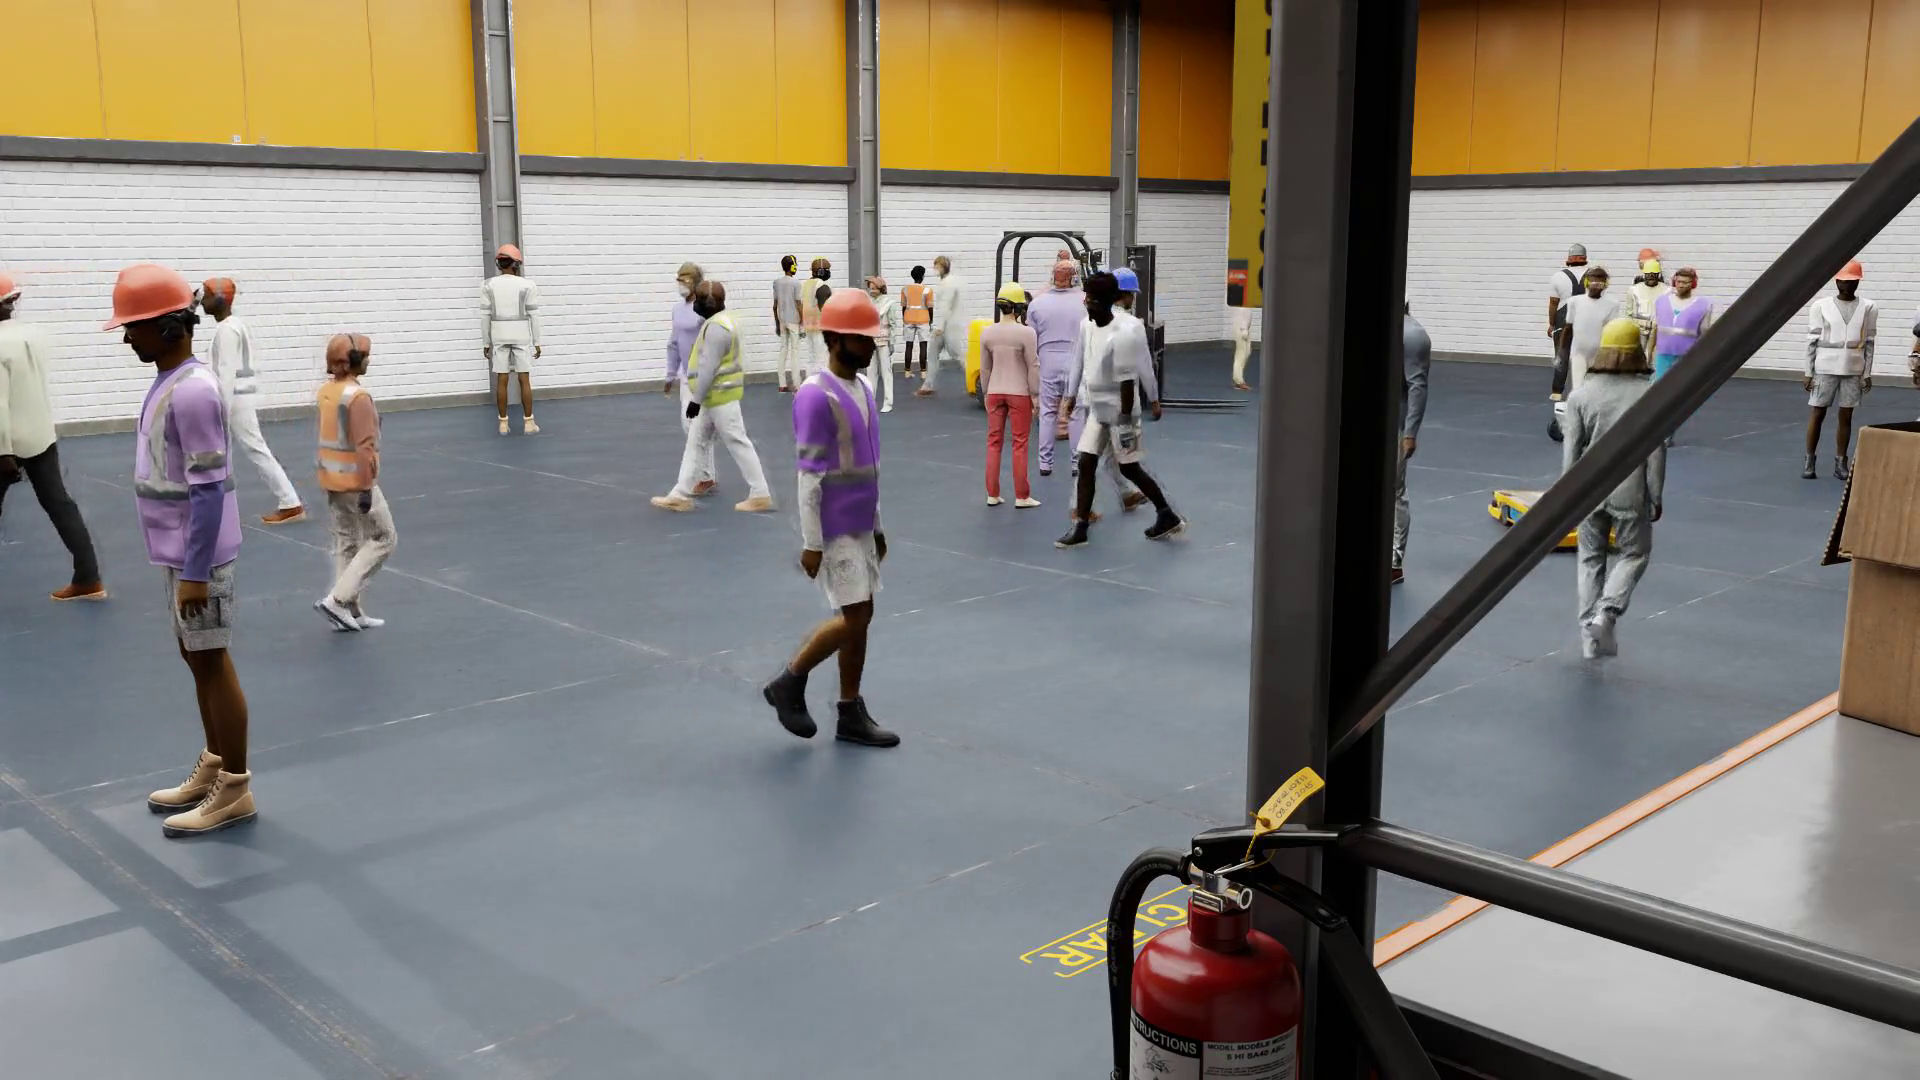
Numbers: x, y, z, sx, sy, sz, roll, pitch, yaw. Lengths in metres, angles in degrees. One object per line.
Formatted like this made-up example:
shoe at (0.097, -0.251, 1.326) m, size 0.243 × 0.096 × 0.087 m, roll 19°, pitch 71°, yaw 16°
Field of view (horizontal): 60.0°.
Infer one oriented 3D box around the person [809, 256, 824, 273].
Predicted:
person at (-1.957, -3.058, 23.377) m, size 0.404 × 1.836 × 0.598 m, roll -4°, pitch 11°, yaw -20°

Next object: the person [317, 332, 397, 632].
person at (-3.239, -0.291, 8.875) m, size 0.520 × 1.627 × 0.378 m, roll 10°, pitch 14°, yaw 43°

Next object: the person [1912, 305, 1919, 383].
person at (8.976, -1.538, 15.076) m, size 0.430 × 1.845 × 0.619 m, roll -9°, pitch 14°, yaw -41°

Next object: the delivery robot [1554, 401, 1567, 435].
delivery robot at (6.478, -1.298, 17.022) m, size 0.707 × 0.478 × 0.477 m, roll -1°, pitch 10°, yaw -5°

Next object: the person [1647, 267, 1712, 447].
person at (7.258, -1.847, 16.809) m, size 0.610 × 1.820 × 0.524 m, roll 9°, pitch 14°, yaw 41°

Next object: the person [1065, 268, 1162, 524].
person at (1.162, -1.079, 12.451) m, size 1.008 × 1.884 × 0.654 m, roll -8°, pitch 13°, yaw -36°

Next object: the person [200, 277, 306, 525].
person at (-5.308, -0.989, 12.121) m, size 0.970 × 1.835 × 0.591 m, roll -5°, pitch 12°, yaw -26°

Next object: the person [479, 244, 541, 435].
person at (-4.806, -2.138, 17.829) m, size 0.615 × 2.029 × 0.401 m, roll -1°, pitch 10°, yaw -6°

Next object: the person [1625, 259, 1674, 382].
person at (8.910, -2.711, 21.523) m, size 0.589 × 1.826 × 0.403 m, roll 3°, pitch 11°, yaw 15°

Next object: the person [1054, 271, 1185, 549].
person at (1.105, -0.895, 11.417) m, size 0.940 × 1.911 × 0.653 m, roll -5°, pitch 12°, yaw -26°

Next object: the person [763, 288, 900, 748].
person at (-0.500, -0.074, 6.890) m, size 0.476 × 1.922 × 0.543 m, roll 4°, pitch 11°, yaw 21°

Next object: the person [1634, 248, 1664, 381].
person at (9.939, -3.256, 24.179) m, size 0.638 × 1.941 × 1.020 m, roll -8°, pitch 13°, yaw -37°

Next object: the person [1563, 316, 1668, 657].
person at (3.230, -0.240, 8.276) m, size 0.498 × 1.730 × 0.477 m, roll 7°, pitch 13°, yaw 35°

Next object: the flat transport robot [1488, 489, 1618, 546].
flat transport robot at (4.315, -0.171, 11.905) m, size 0.652 × 0.197 × 1.431 m, roll 0°, pitch 10°, yaw 1°

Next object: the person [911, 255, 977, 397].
person at (-0.108, -2.803, 21.875) m, size 0.988 × 1.896 × 0.617 m, roll -2°, pitch 11°, yaw -12°

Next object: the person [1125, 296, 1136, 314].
person at (2.217, -2.730, 21.987) m, size 0.366 × 1.681 × 0.550 m, roll -2°, pitch 11°, yaw -10°

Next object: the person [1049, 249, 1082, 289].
person at (1.619, -3.624, 26.271) m, size 0.638 × 1.910 × 0.407 m, roll -8°, pitch 13°, yaw -36°

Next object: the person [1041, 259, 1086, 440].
person at (1.099, -1.984, 17.397) m, size 0.449 × 1.886 × 0.711 m, roll -10°, pitch 15°, yaw -44°

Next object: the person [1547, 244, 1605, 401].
person at (7.929, -2.815, 21.496) m, size 0.674 × 2.000 × 0.535 m, roll 2°, pitch 11°, yaw 11°

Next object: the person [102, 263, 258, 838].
person at (-2.777, 0.040, 5.945) m, size 0.383 × 2.036 × 0.605 m, roll -6°, pitch 12°, yaw -31°

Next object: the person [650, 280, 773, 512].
person at (-1.895, -1.087, 12.772) m, size 0.950 × 1.800 × 0.620 m, roll -2°, pitch 11°, yaw -12°

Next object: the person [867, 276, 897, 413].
person at (-0.992, -2.357, 20.090) m, size 0.512 × 1.640 × 0.311 m, roll 6°, pitch 12°, yaw 31°

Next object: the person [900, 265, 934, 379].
person at (-0.629, -3.226, 24.698) m, size 0.530 × 1.689 × 0.321 m, roll 3°, pitch 11°, yaw 17°

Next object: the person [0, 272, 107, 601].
person at (-5.498, -0.579, 9.572) m, size 1.024 × 1.938 × 0.613 m, roll 1°, pitch 10°, yaw 3°

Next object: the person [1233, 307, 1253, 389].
person at (3.952, -2.917, 23.169) m, size 0.273 × 1.633 × 0.512 m, roll 4°, pitch 11°, yaw 21°

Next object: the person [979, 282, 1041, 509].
person at (0.397, -1.127, 13.039) m, size 0.525 × 1.769 × 0.309 m, roll 6°, pitch 12°, yaw 30°

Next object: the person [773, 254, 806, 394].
person at (-2.290, -2.904, 22.442) m, size 0.521 × 1.873 × 0.328 m, roll 7°, pitch 12°, yaw 33°

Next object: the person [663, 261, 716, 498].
person at (-2.198, -1.302, 13.575) m, size 0.508 × 1.924 × 0.676 m, roll -7°, pitch 12°, yaw -33°

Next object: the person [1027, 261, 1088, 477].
person at (0.922, -1.510, 14.745) m, size 0.651 × 1.907 × 0.409 m, roll 3°, pitch 11°, yaw 15°

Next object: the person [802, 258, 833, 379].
person at (-1.759, -2.626, 21.008) m, size 0.429 × 1.841 × 0.634 m, roll -5°, pitch 12°, yaw -27°

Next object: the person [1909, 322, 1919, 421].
person at (3.499, 0.128, 5.955) m, size 0.518 × 1.861 × 0.321 m, roll -6°, pitch 12°, yaw -29°

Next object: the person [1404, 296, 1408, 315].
person at (4.182, -1.849, 16.709) m, size 0.712 × 1.856 × 0.960 m, roll 1°, pitch 10°, yaw 4°

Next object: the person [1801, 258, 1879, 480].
person at (7.669, -1.481, 14.500) m, size 0.551 × 1.935 × 0.375 m, roll 3°, pitch 11°, yaw 15°

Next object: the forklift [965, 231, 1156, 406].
forklift at (1.222, -2.721, 20.561) m, size 2.313 × 2.155 × 1.214 m, roll 2°, pitch 11°, yaw 13°

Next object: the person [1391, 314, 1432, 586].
person at (2.565, -0.687, 10.168) m, size 0.373 × 1.941 × 0.627 m, roll -7°, pitch 12°, yaw -32°

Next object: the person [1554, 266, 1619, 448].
person at (6.303, -1.825, 16.698) m, size 0.580 × 1.815 × 0.912 m, roll 3°, pitch 11°, yaw 14°
